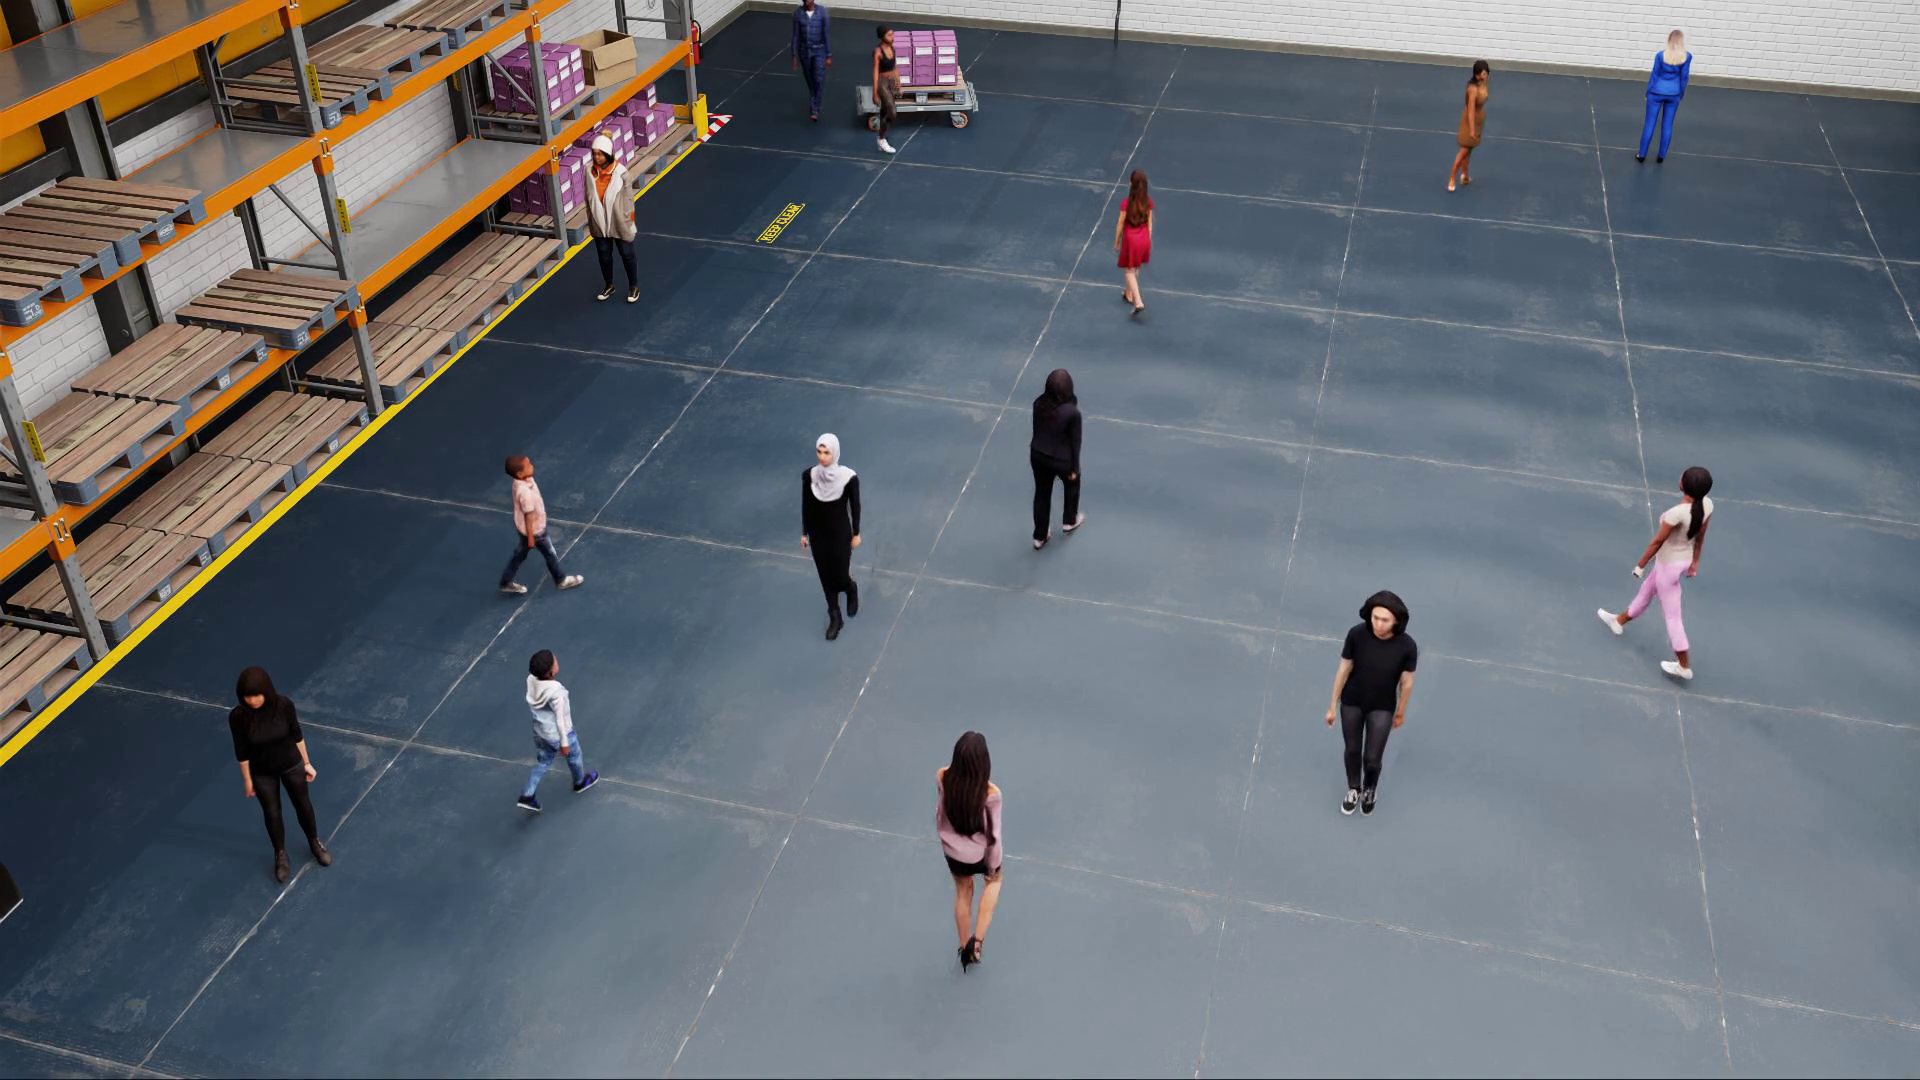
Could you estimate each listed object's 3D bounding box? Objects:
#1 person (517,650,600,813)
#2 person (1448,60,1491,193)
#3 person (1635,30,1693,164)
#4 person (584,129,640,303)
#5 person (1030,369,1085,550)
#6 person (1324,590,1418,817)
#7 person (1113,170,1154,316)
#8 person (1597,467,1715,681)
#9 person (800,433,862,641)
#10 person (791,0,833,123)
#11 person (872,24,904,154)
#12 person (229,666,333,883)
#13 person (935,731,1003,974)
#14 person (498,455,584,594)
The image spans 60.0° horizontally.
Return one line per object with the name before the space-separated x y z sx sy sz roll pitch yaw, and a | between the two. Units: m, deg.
person | -2.793 1.306 11.204 0.685 1.243 0.918 22 39 29
person | 6.334 -5.153 20.541 0.801 1.664 0.598 13 36 19
person | 9.024 -5.679 21.301 0.613 1.699 0.533 7 34 11
person | -3.720 -3.469 17.802 0.717 1.891 0.680 5 34 8
person | 0.750 -0.626 13.796 0.765 1.591 0.892 16 37 23
person | 2.751 1.036 11.090 0.704 1.819 0.671 16 37 23
person | 1.863 -3.131 17.616 0.869 1.534 1.017 -12 35 -17
person | 5.351 0.268 12.362 1.132 1.690 1.188 -18 38 -25
person | -0.967 -0.062 12.789 0.612 1.766 0.705 9 35 14
person | -2.003 -6.661 22.722 0.743 1.760 1.177 5 34 8
person | -1.037 -5.867 21.594 0.734 1.688 0.641 20 39 27
person | -4.372 1.449 10.630 0.647 1.640 0.705 -17 37 -24
person | 0.026 1.901 9.806 0.649 1.800 0.640 14 36 19
person | -3.501 -0.099 13.277 0.910 1.287 0.890 -14 36 -20
